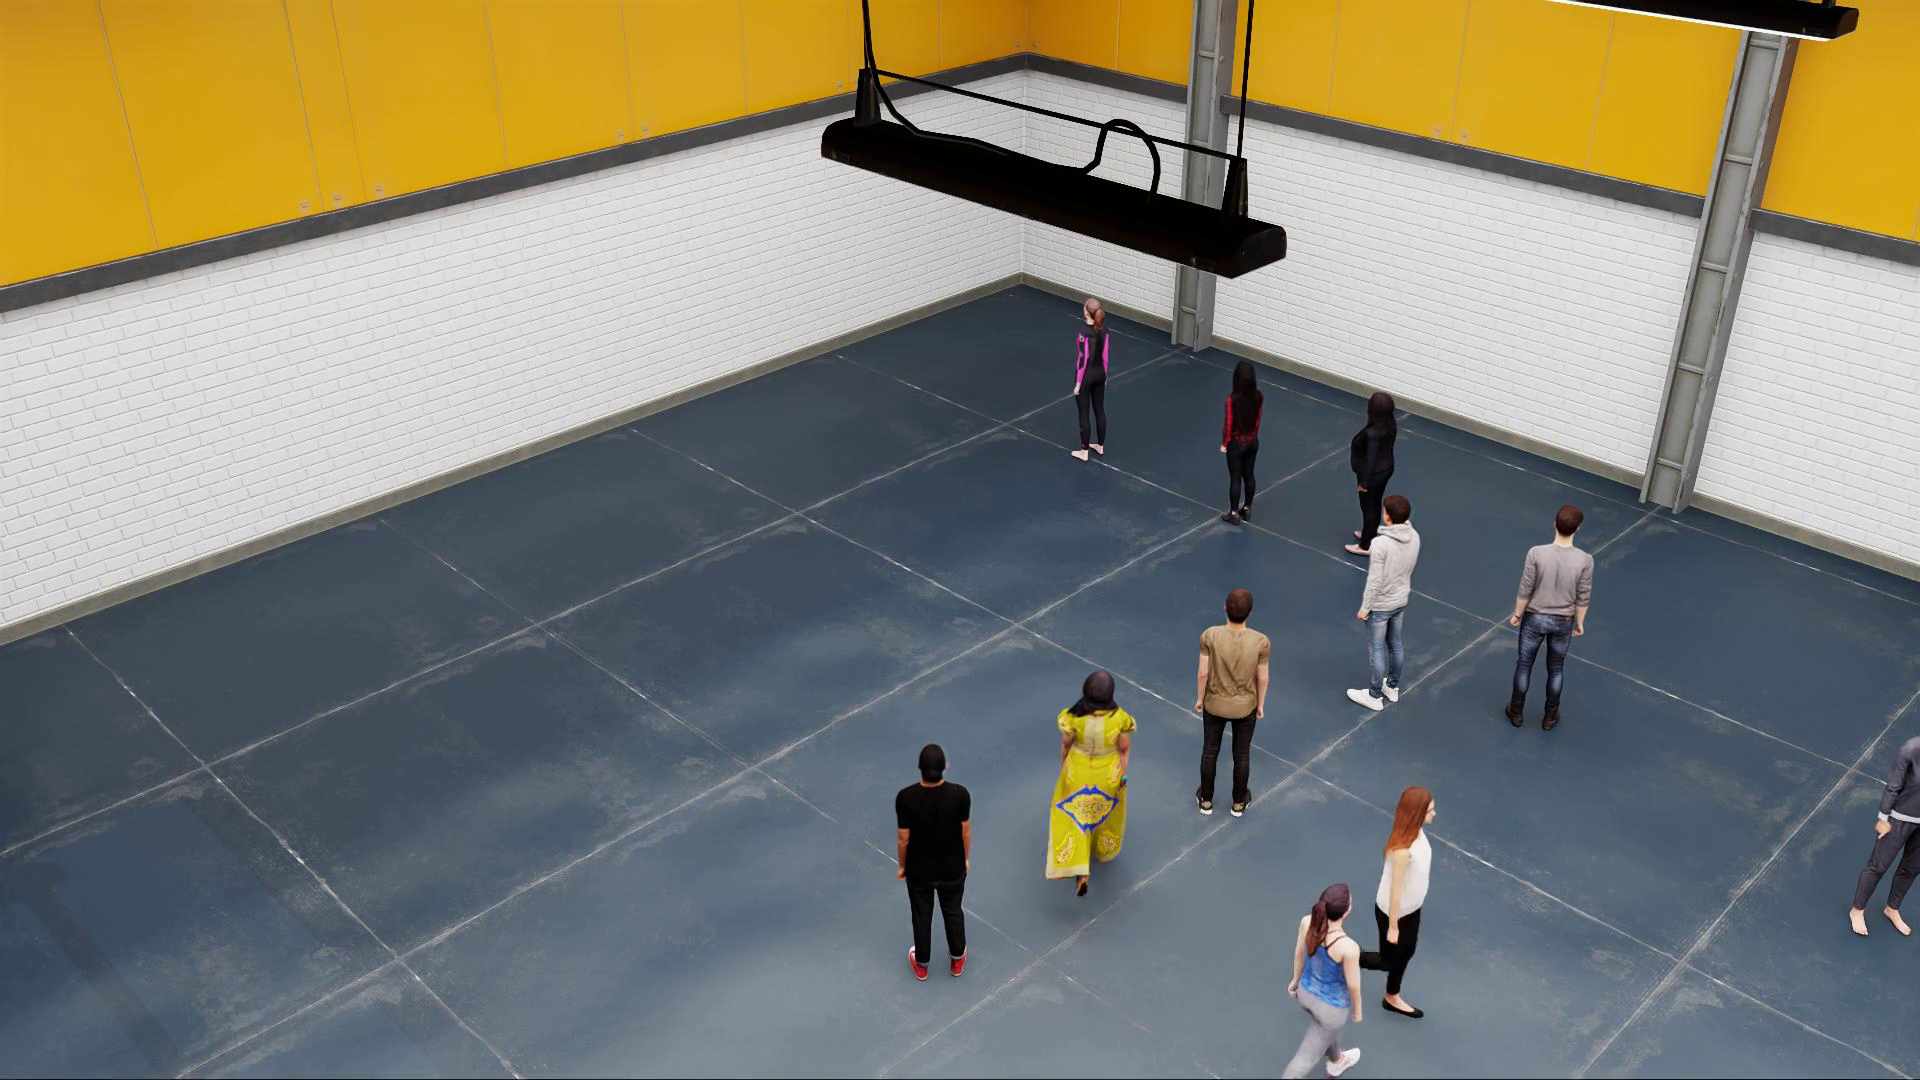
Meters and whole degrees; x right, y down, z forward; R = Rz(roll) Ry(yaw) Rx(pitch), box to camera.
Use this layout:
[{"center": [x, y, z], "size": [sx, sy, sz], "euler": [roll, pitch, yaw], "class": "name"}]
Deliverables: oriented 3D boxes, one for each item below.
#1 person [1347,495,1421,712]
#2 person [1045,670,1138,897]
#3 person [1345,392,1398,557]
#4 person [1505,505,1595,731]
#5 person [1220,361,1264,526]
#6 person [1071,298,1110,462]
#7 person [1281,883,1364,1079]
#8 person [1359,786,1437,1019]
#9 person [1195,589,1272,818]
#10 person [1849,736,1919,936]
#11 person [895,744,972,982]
[{"center": [3.391, 0.490, 13.201], "size": [0.698, 1.851, 0.599], "euler": [-21, 35, -33], "class": "person"}, {"center": [0.897, 1.655, 11.292], "size": [1.248, 1.635, 1.319], "euler": [0, 29, 0], "class": "person"}, {"center": [3.865, -0.628, 15.495], "size": [0.707, 1.617, 0.707], "euler": [15, 32, 26], "class": "person"}, {"center": [4.573, 0.613, 12.923], "size": [0.703, 1.903, 0.841], "euler": [7, 29, 13], "class": "person"}, {"center": [2.726, -0.928, 16.008], "size": [0.632, 1.653, 0.595], "euler": [-15, 32, -26], "class": "person"}, {"center": [1.354, -1.678, 17.283], "size": [0.595, 1.750, 0.572], "euler": [-19, 34, -31], "class": "person"}, {"center": [2.024, 2.670, 9.498], "size": [0.765, 1.571, 1.015], "euler": [-18, 33, -30], "class": "person"}, {"center": [2.597, 2.223, 10.177], "size": [0.945, 1.705, 0.713], "euler": [16, 33, 27], "class": "person"}, {"center": [1.942, 1.170, 11.953], "size": [0.703, 1.852, 0.808], "euler": [5, 29, 10], "class": "person"}, {"center": [6.224, 1.809, 10.870], "size": [0.686, 1.768, 0.740], "euler": [-1, 29, -1], "class": "person"}, {"center": [-0.158, 2.031, 10.474], "size": [0.720, 1.758, 0.764], "euler": [-3, 29, -5], "class": "person"}]
